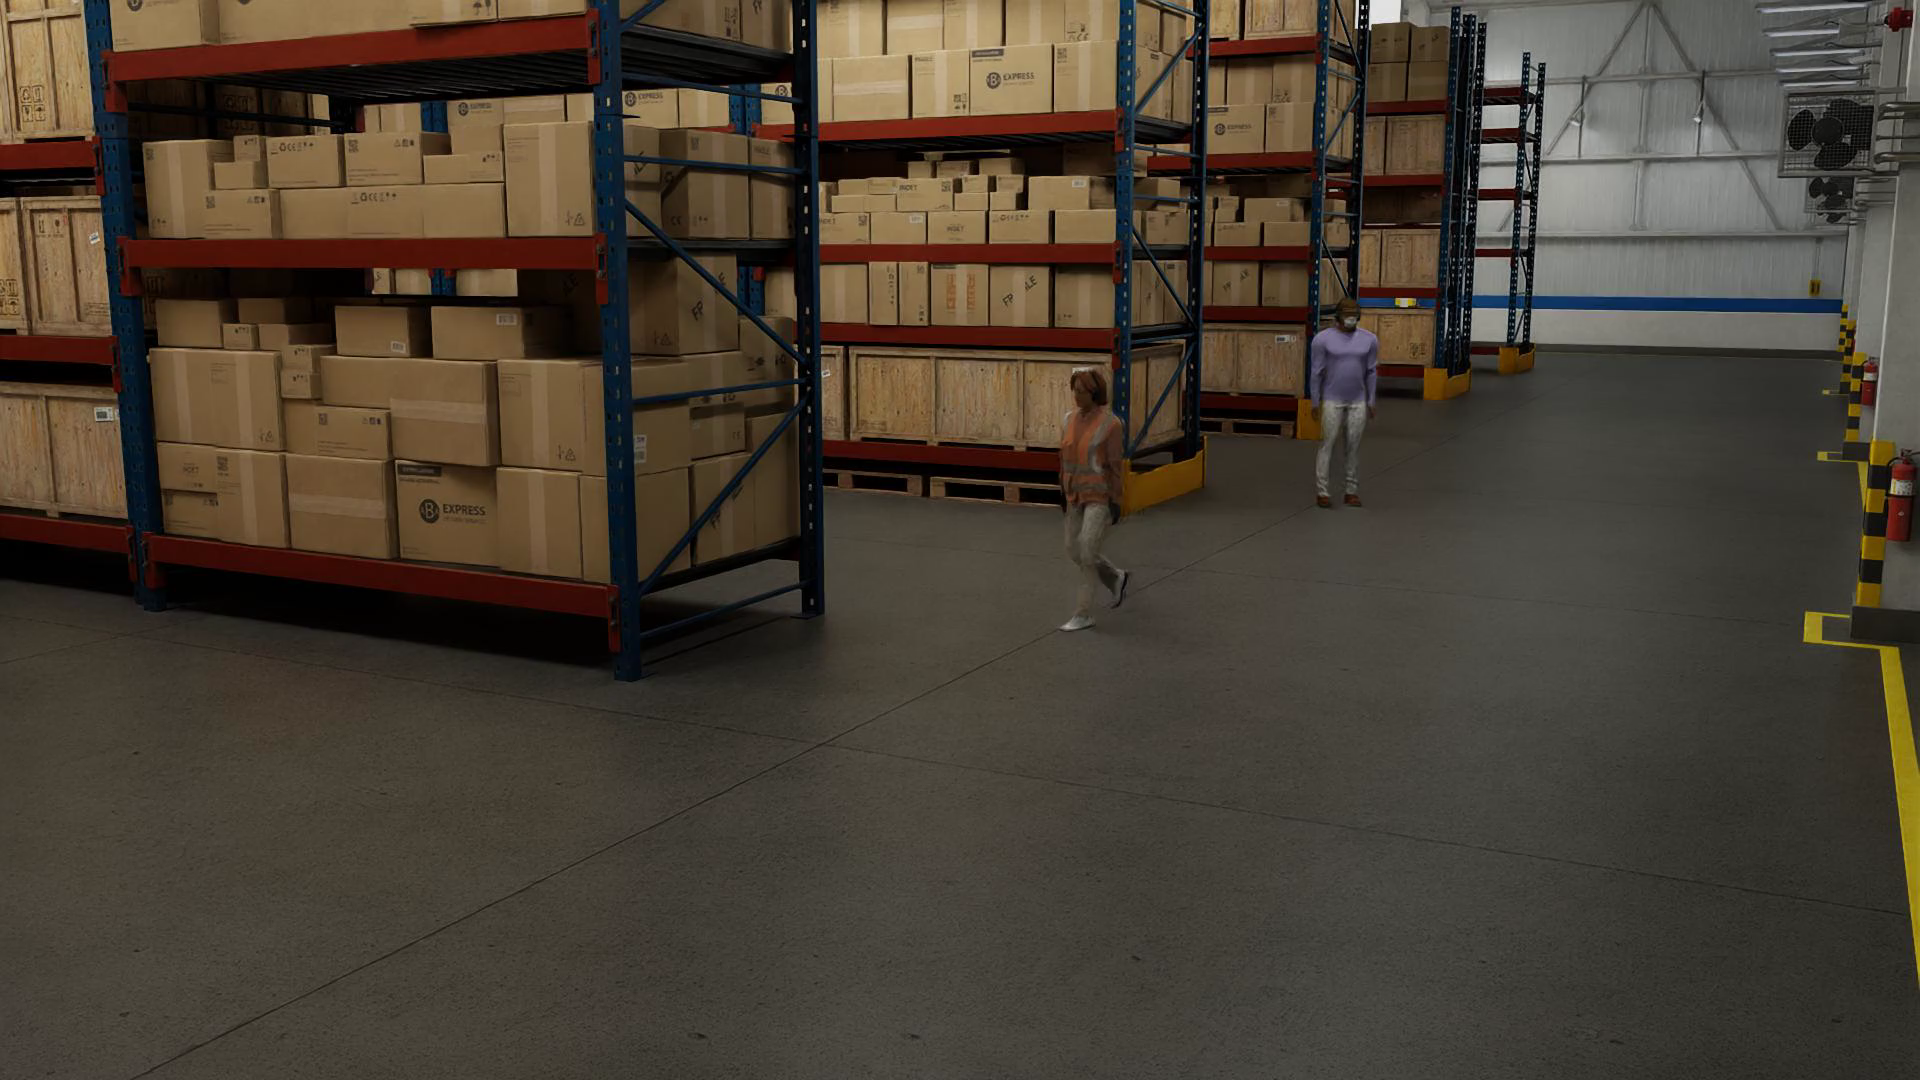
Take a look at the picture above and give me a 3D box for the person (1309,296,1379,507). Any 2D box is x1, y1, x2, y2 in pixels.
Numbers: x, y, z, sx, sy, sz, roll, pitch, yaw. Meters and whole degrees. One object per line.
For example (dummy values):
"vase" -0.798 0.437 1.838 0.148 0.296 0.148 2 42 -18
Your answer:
"person" 3.519 -1.262 15.280 0.635 1.936 0.356 -1 10 -6

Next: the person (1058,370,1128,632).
"person" 0.852 -0.259 10.404 0.635 1.621 0.523 -8 13 -40
